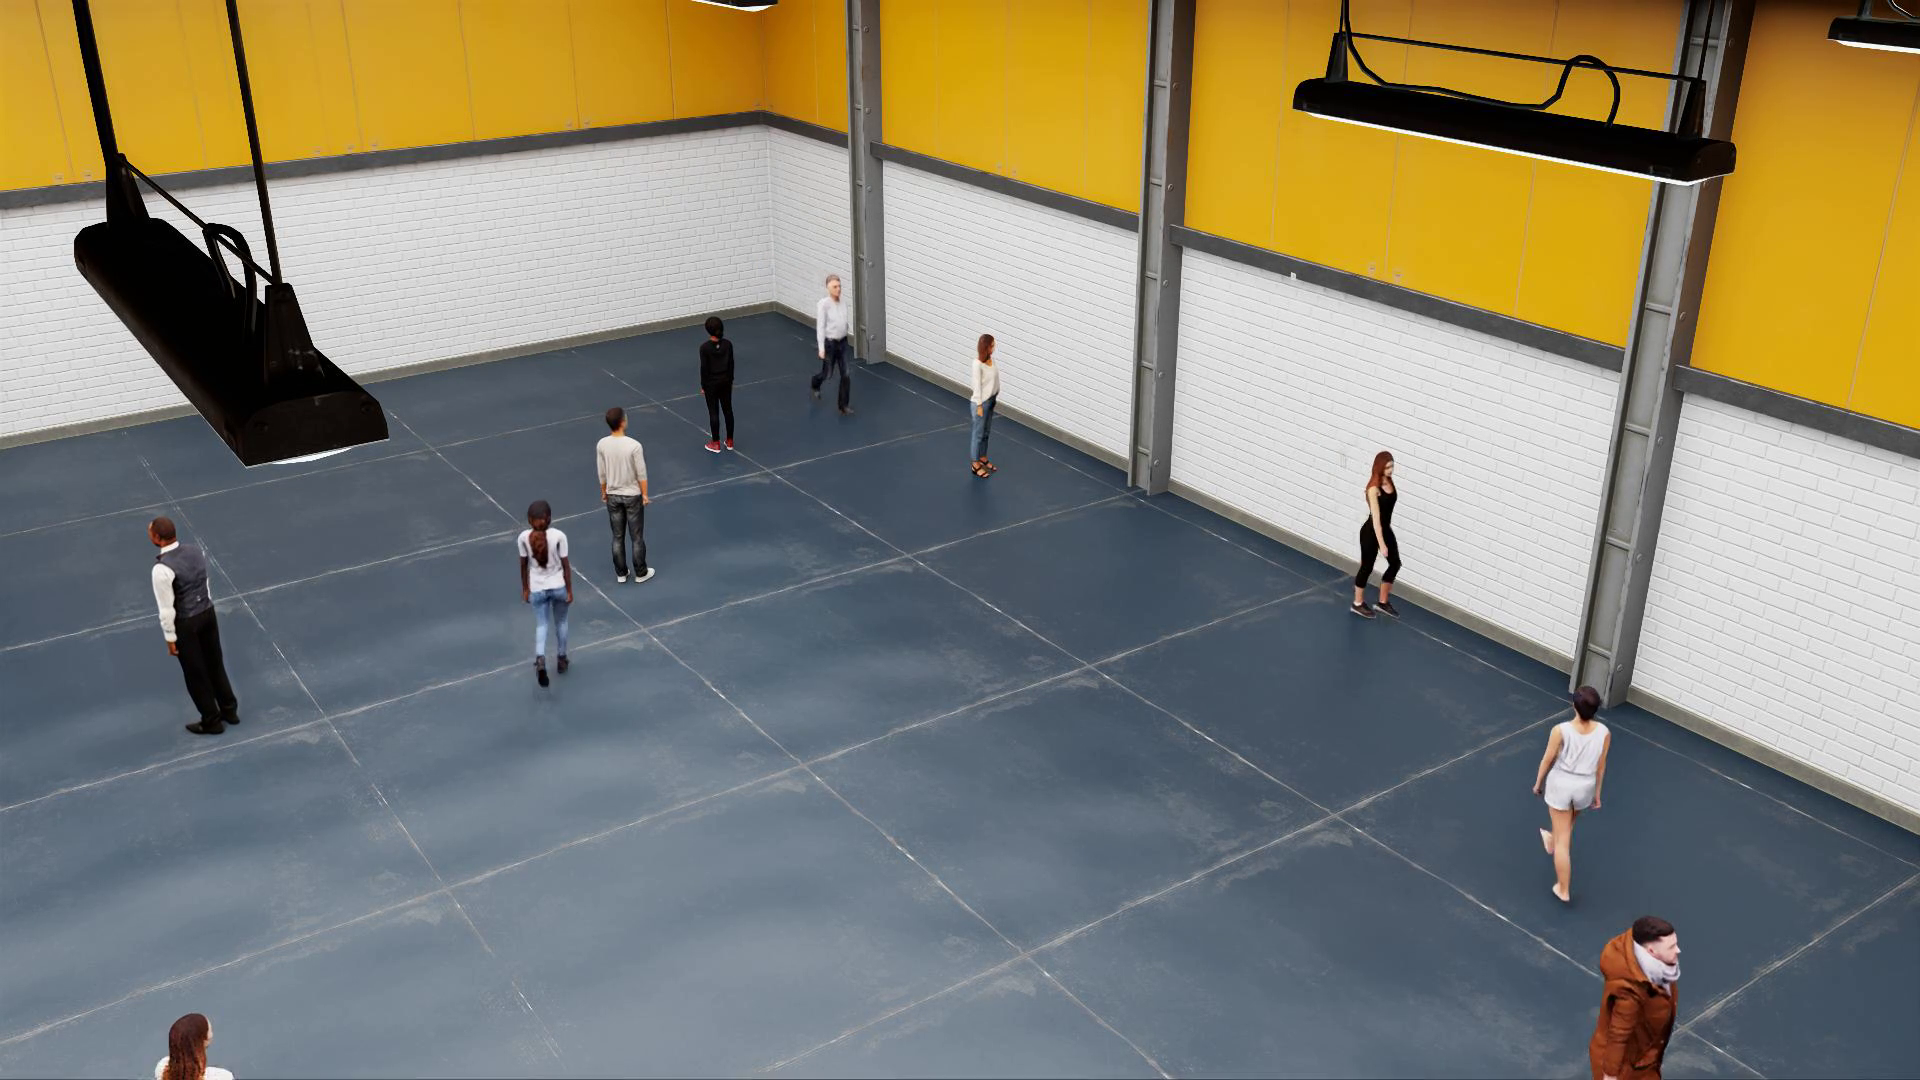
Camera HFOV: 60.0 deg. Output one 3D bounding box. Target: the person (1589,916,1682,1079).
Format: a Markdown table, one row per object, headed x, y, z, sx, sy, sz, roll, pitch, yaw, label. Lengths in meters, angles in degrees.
| x | y | z | sx | sy | sz | roll | pitch | yaw | label |
| --- | --- | --- | --- | --- | --- | --- | --- | --- | --- |
| 3.527 | 2.804 | 9.035 | 0.871 | 1.826 | 0.850 | 10 | 26 | 22 | person |

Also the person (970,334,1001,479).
| x | y | z | sx | sy | sz | roll | pitch | yaw | label |
| --- | --- | --- | --- | --- | --- | --- | --- | --- | --- |
| 0.263 | -1.580 | 19.248 | 0.705 | 1.678 | 0.697 | 11 | 26 | 23 | person |

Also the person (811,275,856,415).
| x | y | z | sx | sy | sz | roll | pitch | yaw | label |
| --- | --- | --- | --- | --- | --- | --- | --- | --- | --- |
| -1.646 | -2.517 | 21.248 | 0.683 | 1.794 | 1.064 | -18 | 29 | -36 | person |

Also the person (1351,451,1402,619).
| x | y | z | sx | sy | sz | roll | pitch | yaw | label |
| --- | --- | --- | --- | --- | --- | --- | --- | --- | --- |
| 3.863 | -0.058 | 15.731 | 0.606 | 1.707 | 0.700 | -21 | 31 | -40 | person |

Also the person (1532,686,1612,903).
| x | y | z | sx | sy | sz | roll | pitch | yaw | label |
| --- | --- | --- | --- | --- | --- | --- | --- | --- | --- |
| 4.298 | 1.802 | 11.664 | 0.974 | 1.557 | 1.112 | 0 | 24 | 1 | person |

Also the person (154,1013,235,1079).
| x | y | z | sx | sy | sz | roll | pitch | yaw | label |
| --- | --- | --- | --- | --- | --- | --- | --- | --- | --- |
| -3.850 | 3.173 | 8.413 | 1.106 | 1.648 | 1.154 | 5 | 24 | 11 | person |

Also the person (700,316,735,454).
| x | y | z | sx | sy | sz | roll | pitch | yaw | label |
| --- | --- | --- | --- | --- | --- | --- | --- | --- | --- |
| -2.897 | -1.875 | 19.927 | 0.593 | 1.675 | 0.544 | -14 | 27 | -30 | person |

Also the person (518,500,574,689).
| x | y | z | sx | sy | sz | roll | pitch | yaw | label |
| --- | --- | --- | --- | --- | --- | --- | --- | --- | --- |
| -3.602 | 0.480 | 14.507 | 0.882 | 1.702 | 1.041 | -1 | 24 | -3 | person |

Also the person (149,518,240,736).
| x | y | z | sx | sy | sz | roll | pitch | yaw | label |
| --- | --- | --- | --- | --- | --- | --- | --- | --- | --- |
| -6.336 | 0.704 | 13.733 | 0.813 | 1.910 | 0.786 | 8 | 25 | 18 | person |

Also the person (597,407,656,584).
| x | y | z | sx | sy | sz | roll | pitch | yaw | label |
| --- | --- | --- | --- | --- | --- | --- | --- | --- | --- |
| -3.328 | -0.438 | 16.472 | 0.720 | 1.810 | 0.777 | 4 | 24 | 9 | person |
